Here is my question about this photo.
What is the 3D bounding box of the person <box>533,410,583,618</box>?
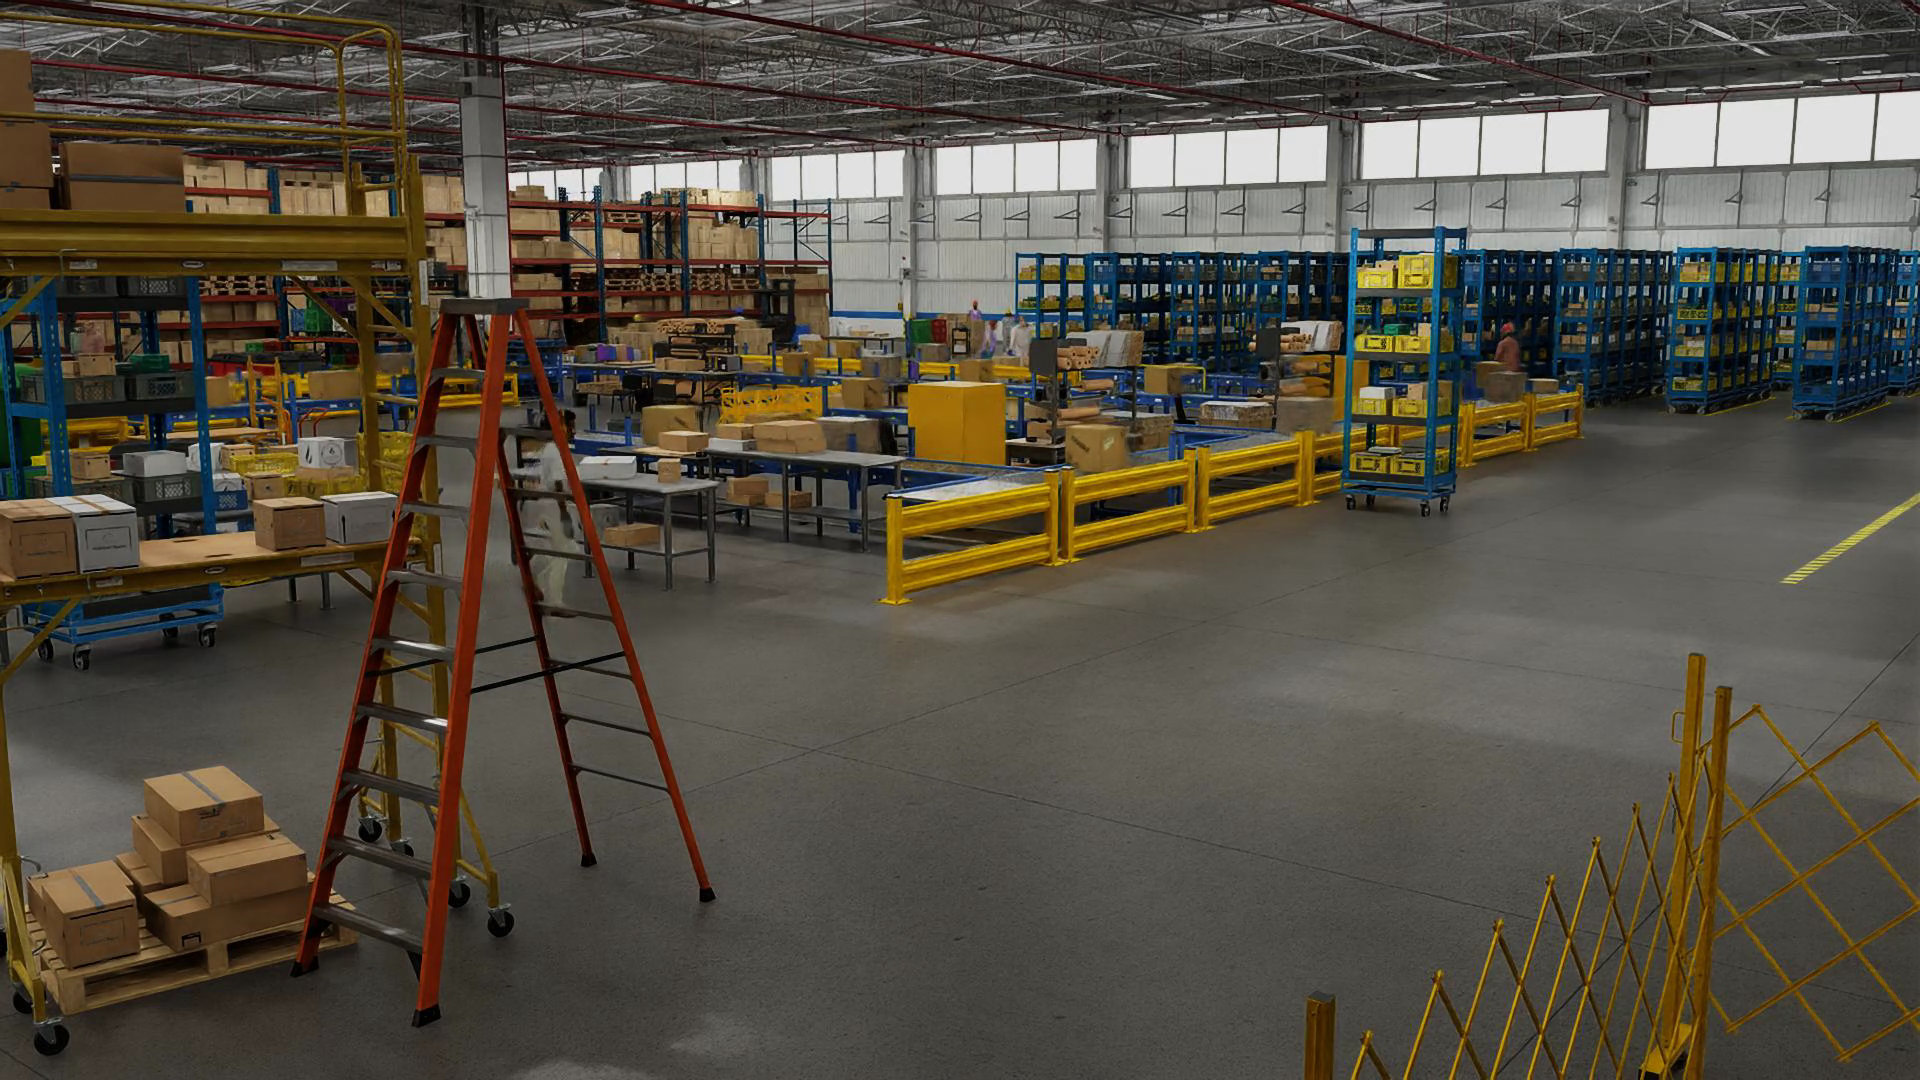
[{"bbox_3d":[-3.555,-0.220,14.621,0.443,1.848,0.551,-1,9,-9],"label":"person"}]

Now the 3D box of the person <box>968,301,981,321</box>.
[{"bbox_3d":[0.610,-8.706,67.297,0.545,1.939,0.373,-2,9,-12],"label":"person"}]

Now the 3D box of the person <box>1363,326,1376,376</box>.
[{"bbox_3d":[9.922,-4.254,39.965,0.899,1.787,0.617,9,13,44],"label":"person"}]

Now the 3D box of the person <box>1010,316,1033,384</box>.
[{"bbox_3d":[1.758,-5.193,45.596,0.668,1.856,0.949,-7,12,-39],"label":"person"}]

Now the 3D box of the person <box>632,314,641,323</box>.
[{"bbox_3d":[-10.015,-6.217,52.272,0.859,1.778,0.666,-4,10,-23],"label":"person"}]

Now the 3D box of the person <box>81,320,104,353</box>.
[{"bbox_3d":[-21.258,-4.431,40.709,0.639,1.911,0.406,4,10,21],"label":"person"}]

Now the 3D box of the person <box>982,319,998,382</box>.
[{"bbox_3d":[0.722,-5.042,44.848,0.693,1.818,0.568,2,9,12],"label":"person"}]

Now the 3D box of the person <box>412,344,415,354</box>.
[{"bbox_3d":[-15.311,-5.309,46.873,0.561,1.675,0.557,5,10,30],"label":"person"}]

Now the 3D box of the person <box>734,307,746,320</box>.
[{"bbox_3d":[-7.267,-6.750,55.110,0.632,1.928,0.515,7,11,36],"label":"person"}]

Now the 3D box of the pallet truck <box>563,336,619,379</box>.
[{"bbox_3d":[-10.690,-5.294,48.215,1.601,1.201,0.680,-5,10,-26],"label":"pallet truck"}]

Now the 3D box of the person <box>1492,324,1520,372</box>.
[{"bbox_3d":[11.917,-3.745,36.352,0.625,1.941,1.054,-7,12,-38],"label":"person"}]

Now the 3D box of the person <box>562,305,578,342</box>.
[{"bbox_3d":[-14.662,-7.913,62.625,0.662,1.861,1.004,5,10,29],"label":"person"}]

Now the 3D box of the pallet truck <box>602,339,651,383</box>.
[{"bbox_3d":[-8.991,-4.871,45.351,0.653,1.274,1.630,7,11,37],"label":"pallet truck"}]

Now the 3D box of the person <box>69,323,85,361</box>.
[{"bbox_3d":[-25.238,-5.418,47.834,0.618,1.614,0.318,-4,10,-23],"label":"person"}]

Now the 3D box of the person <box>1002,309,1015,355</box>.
[{"bbox_3d":[1.803,-7.734,61.877,0.485,1.734,0.346,-1,9,-8],"label":"person"}]

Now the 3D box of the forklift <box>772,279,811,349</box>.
[{"bbox_3d":[-6.583,-8.410,62.521,1.129,2.768,1.873,7,11,37],"label":"forklift"}]

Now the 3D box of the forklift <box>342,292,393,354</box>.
[{"bbox_3d":[-16.485,-5.622,45.120,1.129,2.768,1.873,7,11,37],"label":"forklift"}]
